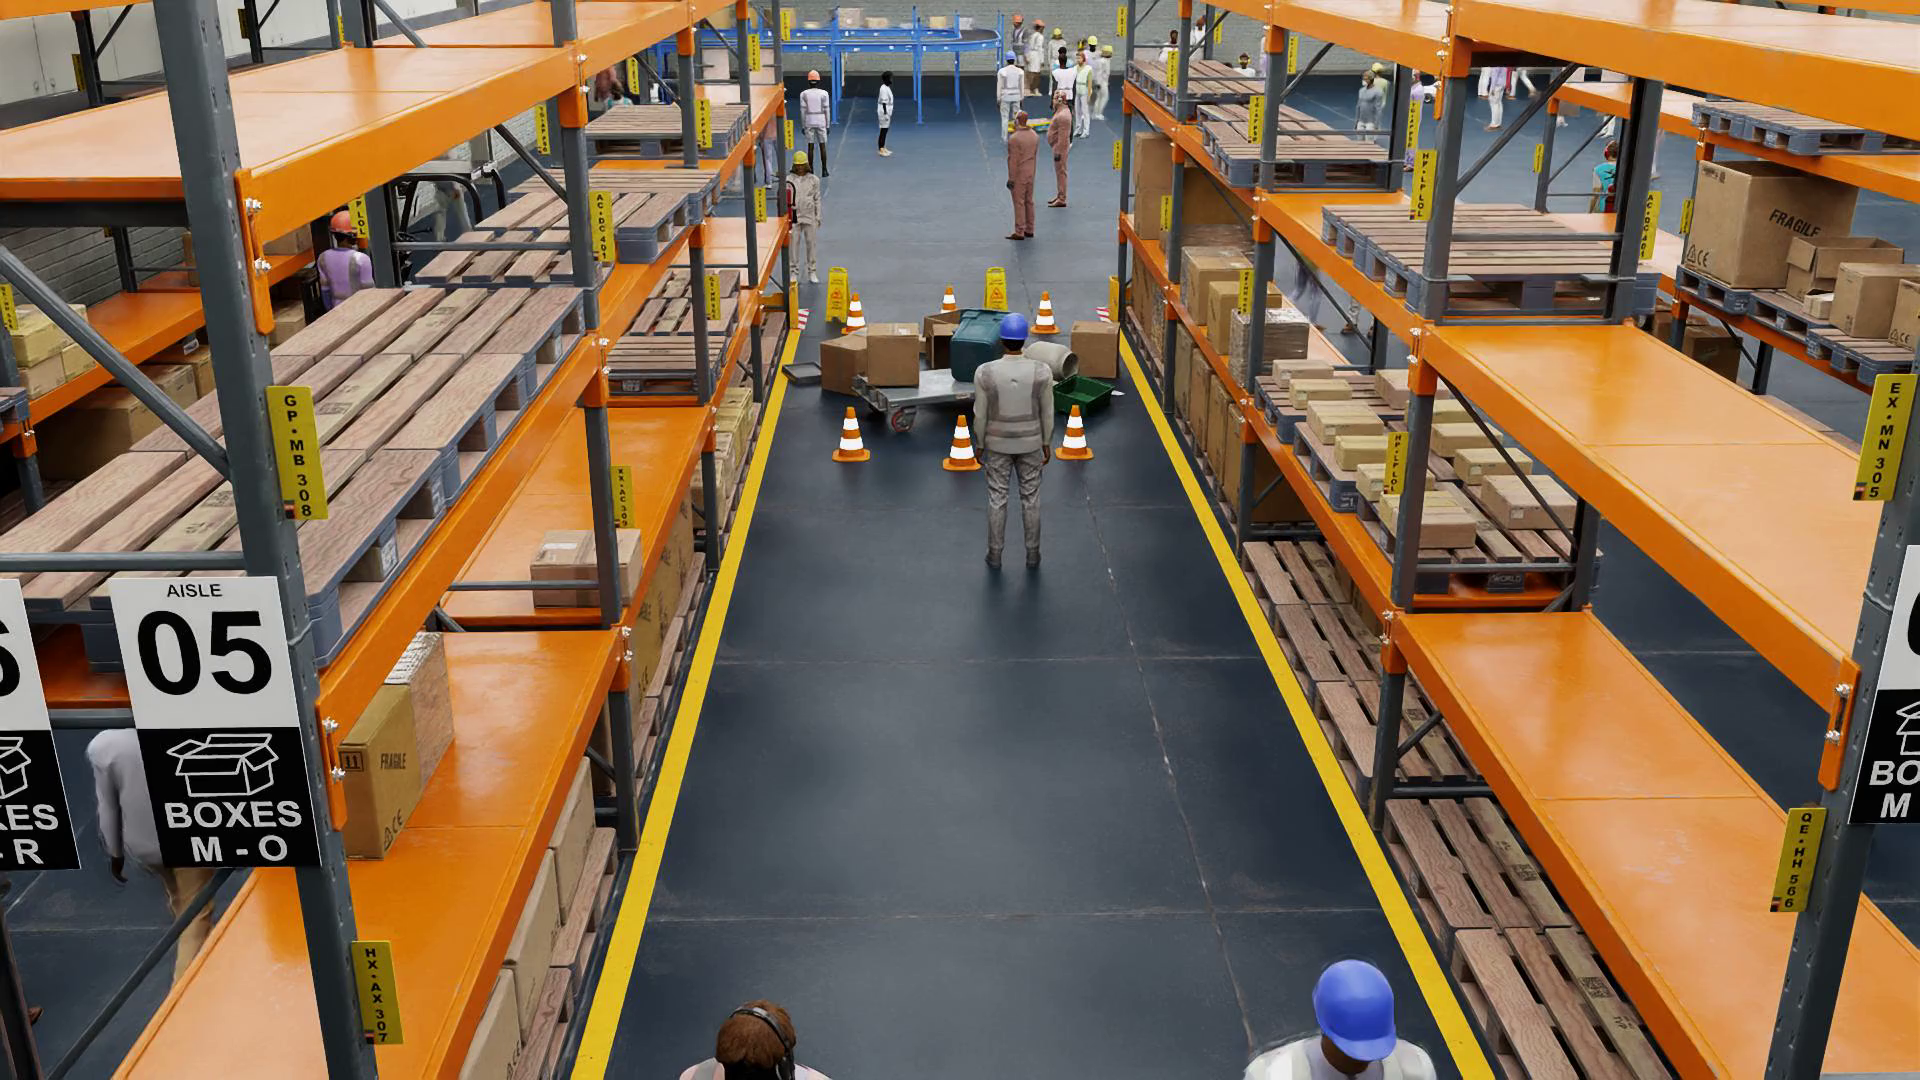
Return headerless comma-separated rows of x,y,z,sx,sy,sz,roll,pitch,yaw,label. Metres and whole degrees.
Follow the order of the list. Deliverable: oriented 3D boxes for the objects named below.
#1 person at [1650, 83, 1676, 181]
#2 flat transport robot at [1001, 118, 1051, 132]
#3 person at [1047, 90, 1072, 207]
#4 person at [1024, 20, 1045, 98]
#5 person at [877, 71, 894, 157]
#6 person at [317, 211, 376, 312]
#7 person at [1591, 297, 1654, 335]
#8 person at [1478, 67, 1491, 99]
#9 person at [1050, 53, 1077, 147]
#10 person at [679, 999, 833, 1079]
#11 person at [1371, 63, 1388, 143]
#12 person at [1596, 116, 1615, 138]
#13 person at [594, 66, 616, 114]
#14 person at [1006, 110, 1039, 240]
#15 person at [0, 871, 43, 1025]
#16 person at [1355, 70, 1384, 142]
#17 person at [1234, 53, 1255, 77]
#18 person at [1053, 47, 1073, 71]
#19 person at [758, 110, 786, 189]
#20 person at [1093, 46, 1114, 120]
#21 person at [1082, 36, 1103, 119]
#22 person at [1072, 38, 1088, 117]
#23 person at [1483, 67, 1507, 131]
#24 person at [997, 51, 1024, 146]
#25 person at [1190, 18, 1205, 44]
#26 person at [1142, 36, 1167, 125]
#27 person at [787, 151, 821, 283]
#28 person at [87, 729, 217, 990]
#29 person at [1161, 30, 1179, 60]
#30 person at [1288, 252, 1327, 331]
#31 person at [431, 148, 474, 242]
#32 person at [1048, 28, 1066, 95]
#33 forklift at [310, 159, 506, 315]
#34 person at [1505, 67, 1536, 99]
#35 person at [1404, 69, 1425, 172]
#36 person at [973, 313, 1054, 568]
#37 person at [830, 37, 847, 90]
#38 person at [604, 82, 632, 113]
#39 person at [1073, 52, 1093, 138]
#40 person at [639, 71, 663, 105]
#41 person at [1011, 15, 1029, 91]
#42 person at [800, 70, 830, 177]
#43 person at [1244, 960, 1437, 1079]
12.898,-7.607,30.579,0.636,1.950,0.934,-3,21,-7,person
1.647,-9.349,37.528,0.652,0.197,1.431,18,27,39,flat transport robot
1.653,-6.549,27.850,0.407,1.908,0.641,1,21,4,person
1.980,-12.837,44.371,0.664,1.991,0.682,-5,21,-13,person
-1.501,-8.622,33.646,0.334,1.686,0.531,2,21,6,person
-5.808,-2.132,15.985,0.605,2.045,0.387,8,22,20,person
5.472,-1.378,14.013,0.621,2.026,0.422,3,21,7,person
13.977,-12.673,44.010,0.373,1.933,0.625,-1,21,-3,person
2.176,-9.219,34.901,0.587,1.914,0.391,-10,23,-24,person
-0.570,2.161,4.919,0.633,1.842,0.429,5,21,14,person
8.612,-9.023,34.598,0.532,1.754,0.359,-6,22,-15,person
14.194,-9.677,36.342,0.338,1.744,0.560,0,21,-1,person
-7.742,-9.655,36.127,0.861,1.857,0.725,-18,27,-39,person
0.904,-5.496,25.068,0.400,1.907,0.644,15,26,35,person
-4.338,1.436,7.121,0.500,1.636,0.284,-2,21,-5,person
7.628,-7.784,31.093,0.367,1.926,0.638,-10,23,-25,person
6.019,-9.436,35.526,0.514,1.876,0.329,7,22,18,person
2.430,-10.813,39.407,0.537,1.698,0.320,-9,23,-23,person
-3.340,-7.153,29.642,0.533,1.768,0.310,-7,22,-18,person
3.403,-10.864,39.534,0.488,1.700,0.499,4,21,10,person
3.135,-11.005,39.599,0.594,1.924,0.382,-6,21,-15,person
2.877,-11.117,40.030,0.654,1.836,0.506,14,25,32,person
12.135,-10.239,37.580,0.389,1.929,0.655,15,25,34,person
1.064,-9.332,35.170,0.601,1.939,0.410,-6,22,-16,person
6.813,-13.892,47.342,0.571,1.856,0.910,-1,21,-2,person
4.404,-10.607,38.389,0.709,2.000,0.536,14,25,32,person
-2.087,-4.275,22.067,0.493,1.743,0.314,-3,21,-8,person
-3.478,1.307,7.349,0.581,1.713,0.859,-1,21,-3,person
5.315,-11.783,41.667,0.591,1.922,0.392,0,21,-1,person
4.038,-3.222,19.501,0.620,1.595,0.509,-7,22,-17,person
-7.538,-5.264,24.624,0.615,1.781,0.841,13,24,30,person
2.615,-12.899,44.861,0.489,1.743,0.322,1,21,3,person
-5.622,-2.910,17.832,2.313,2.155,1.214,-1,21,-1,forklift
14.835,-12.533,43.751,0.584,1.859,0.746,-14,25,-32,person
8.569,-7.977,31.632,0.401,1.904,0.640,2,21,4,person
0.398,-0.729,12.409,0.605,1.948,0.388,-1,21,-4,person
-3.375,-13.360,46.231,0.501,1.633,0.282,-1,21,-3,person
-6.175,-7.331,30.051,0.512,1.816,0.776,1,21,1,person
2.670,-9.725,36.347,0.392,1.836,0.560,-17,26,-37,person
-6.574,-9.168,35.187,0.510,1.612,0.712,-16,26,-37,person
1.607,-13.403,45.784,0.400,2.037,0.610,-17,26,-37,person
-2.686,-7.731,30.931,0.542,1.939,0.356,-1,21,-2,person
1.105,2.068,5.030,0.627,1.927,0.593,-2,21,-5,person
